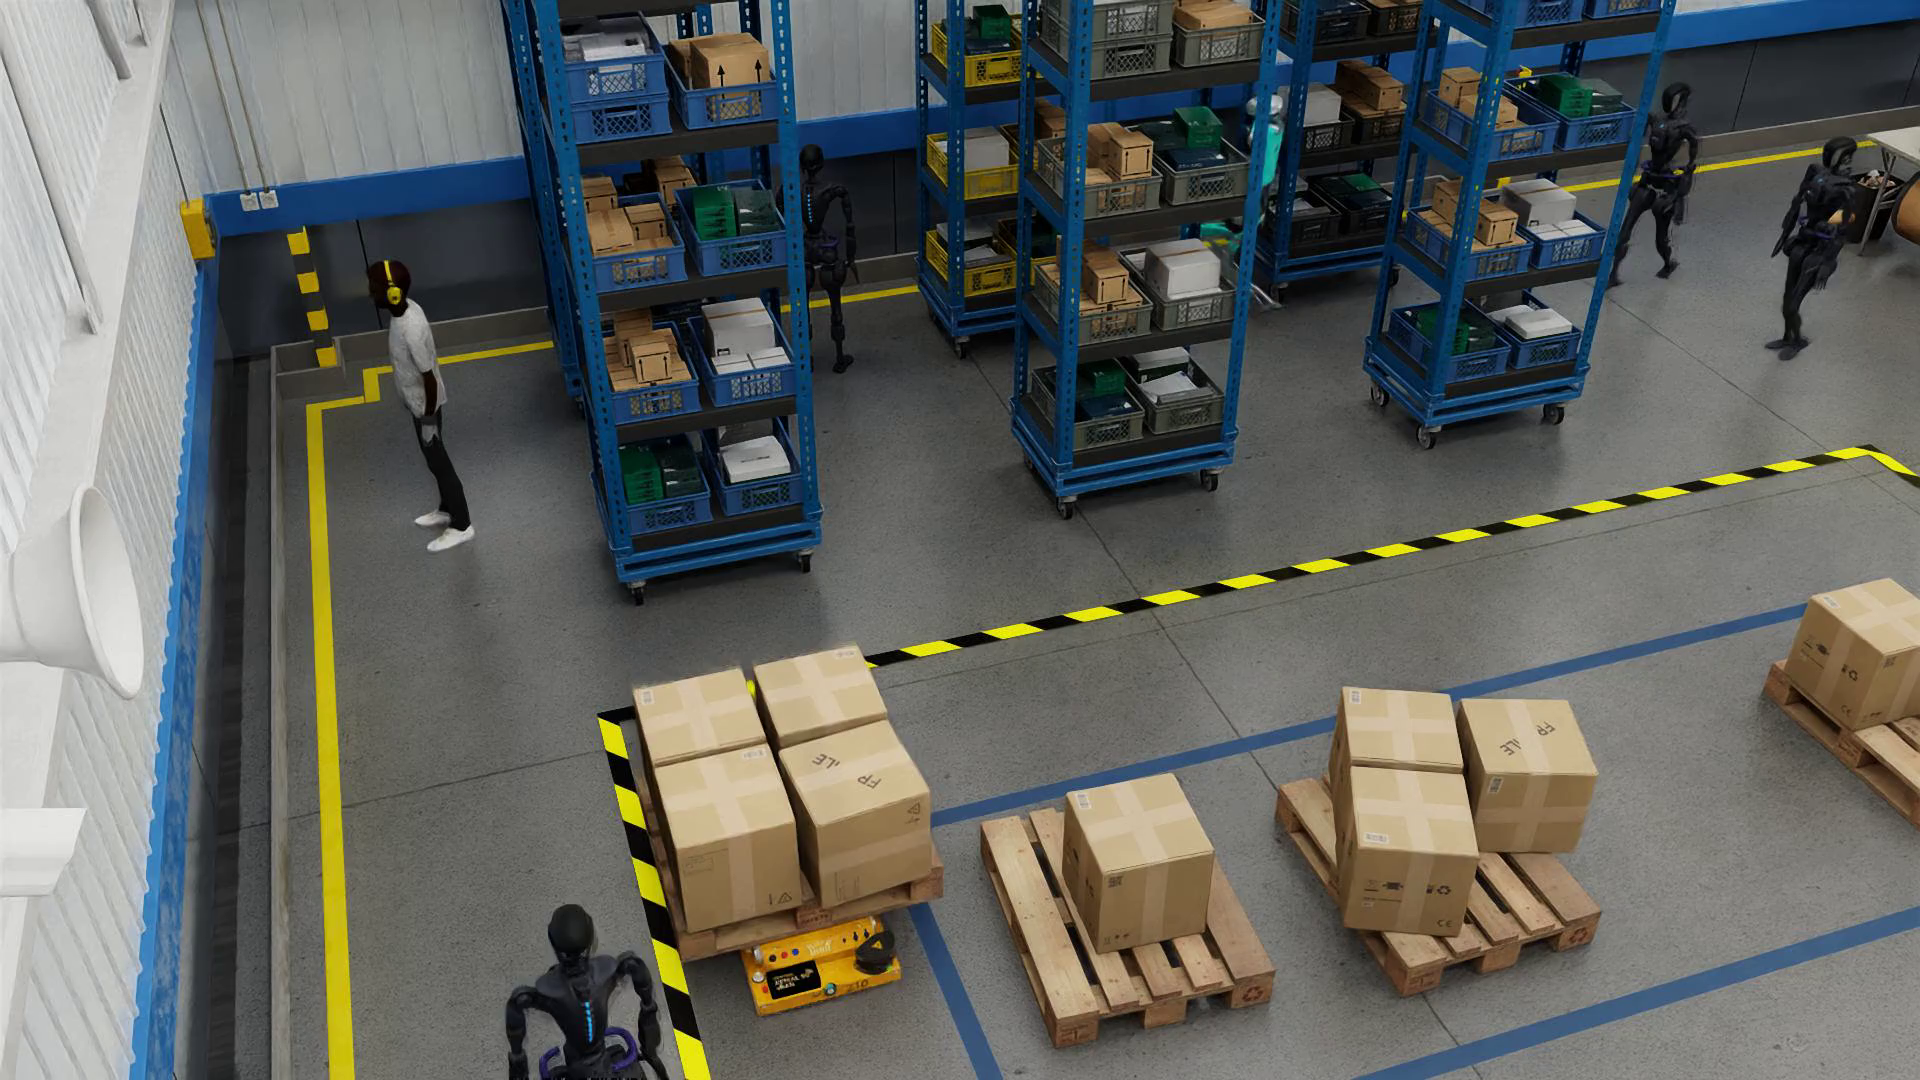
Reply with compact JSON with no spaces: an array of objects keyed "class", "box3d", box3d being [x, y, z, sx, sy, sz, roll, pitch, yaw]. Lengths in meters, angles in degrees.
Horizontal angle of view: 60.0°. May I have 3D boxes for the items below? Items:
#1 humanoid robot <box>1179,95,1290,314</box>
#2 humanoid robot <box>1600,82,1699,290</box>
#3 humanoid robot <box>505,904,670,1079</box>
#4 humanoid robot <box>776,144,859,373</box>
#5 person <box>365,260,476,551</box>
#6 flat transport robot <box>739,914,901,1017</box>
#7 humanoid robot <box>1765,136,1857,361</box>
[{"class":"humanoid robot","box3d":[2.014,-2.448,12.248,1.026,1.731,0.549,20,40,26]},{"class":"humanoid robot","box3d":[5.353,-2.693,12.706,0.763,1.650,0.609,-21,40,-27]},{"class":"humanoid robot","box3d":[-1.371,1.974,6.087,0.608,1.629,0.793,-18,39,-24]},{"class":"humanoid robot","box3d":[-1.007,-1.957,11.594,0.599,1.657,0.315,3,35,5]},{"class":"person","box3d":[-3.180,-0.792,9.791,0.310,1.868,0.529,-15,38,-21]},{"class":"flat transport robot","box3d":[-0.797,1.556,7.825,0.652,0.197,1.431,-11,37,-15]},{"class":"humanoid robot","box3d":[6.026,-2.074,11.768,0.357,1.646,0.584,-8,36,-12]}]
